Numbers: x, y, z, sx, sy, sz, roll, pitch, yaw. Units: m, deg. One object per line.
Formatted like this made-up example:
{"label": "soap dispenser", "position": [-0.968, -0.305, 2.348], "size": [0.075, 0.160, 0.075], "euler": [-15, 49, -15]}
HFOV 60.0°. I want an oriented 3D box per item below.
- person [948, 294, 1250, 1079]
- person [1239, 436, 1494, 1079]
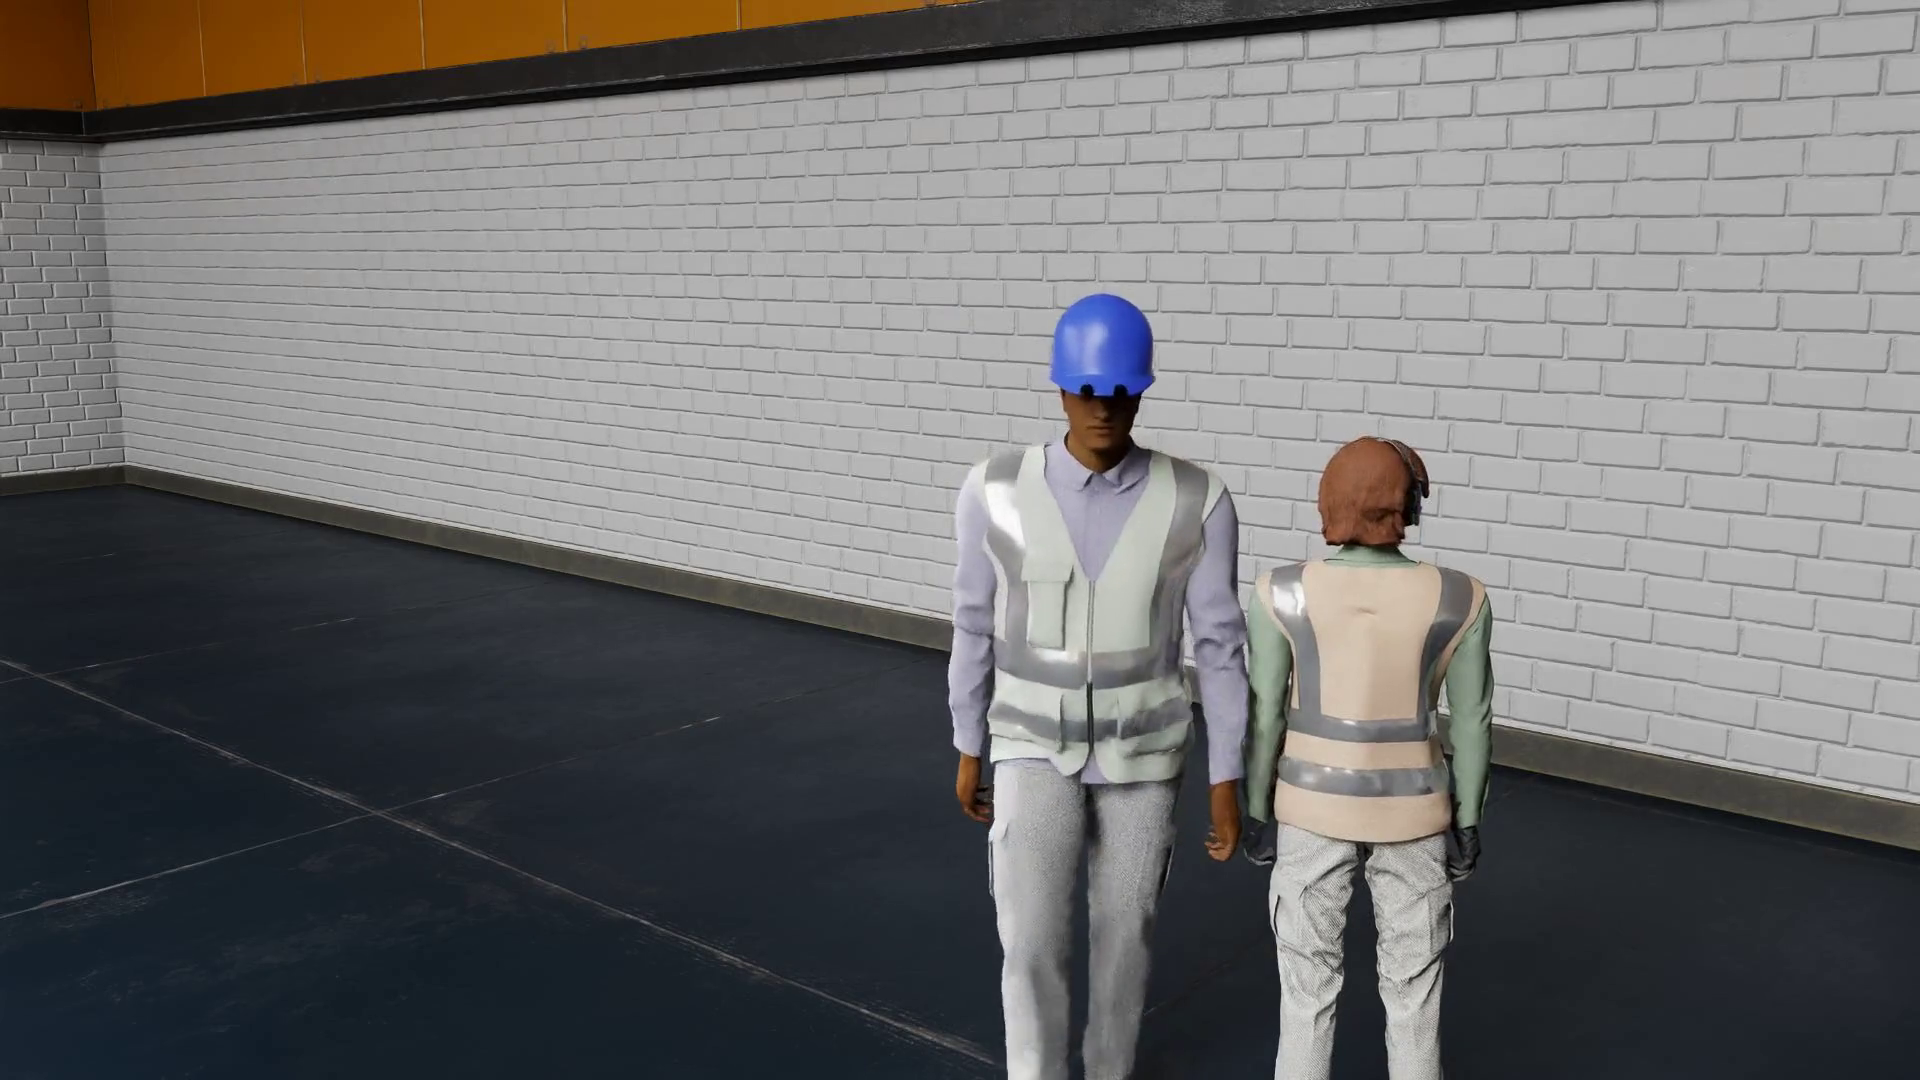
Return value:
{"label": "person", "position": [0.280, 0.471, 3.419], "size": [0.634, 1.919, 0.797], "euler": [1, 10, 3]}
{"label": "person", "position": [0.845, 0.601, 3.511], "size": [0.518, 1.636, 0.312], "euler": [2, 10, 10]}
